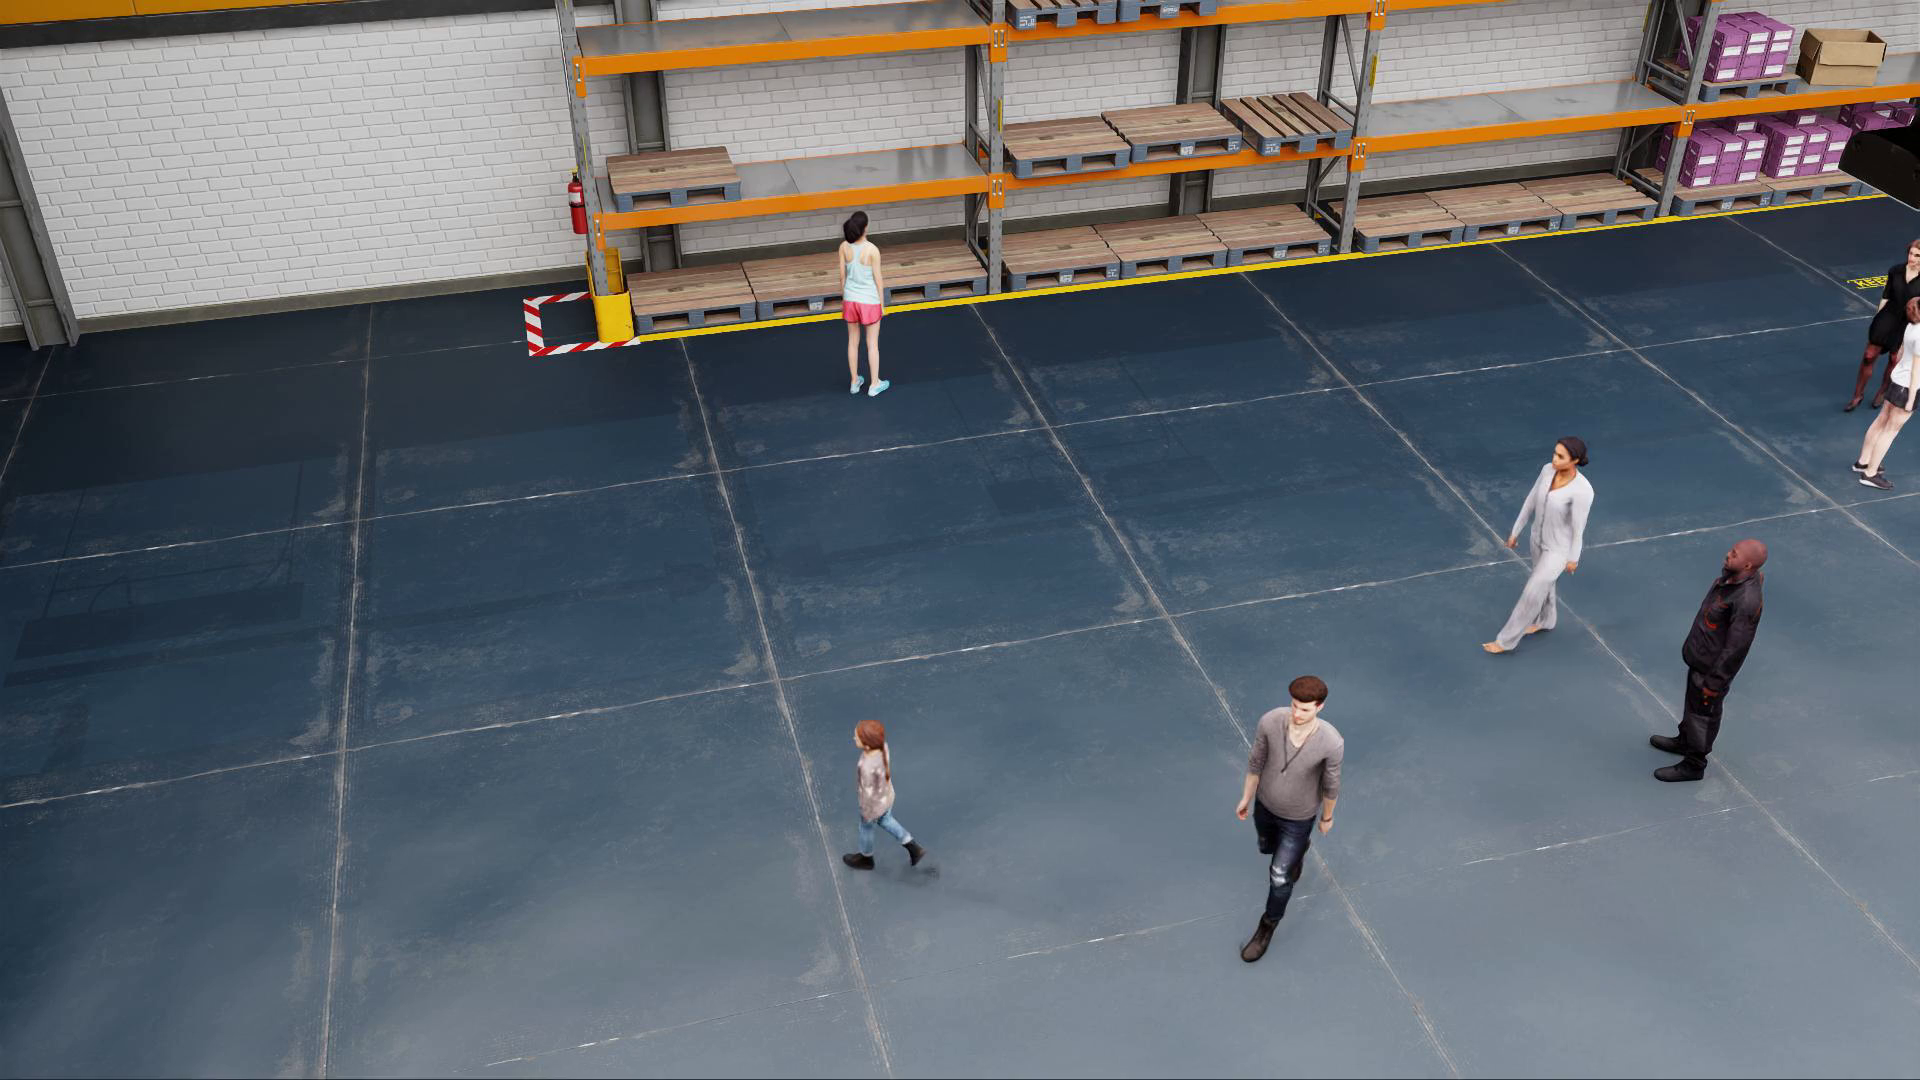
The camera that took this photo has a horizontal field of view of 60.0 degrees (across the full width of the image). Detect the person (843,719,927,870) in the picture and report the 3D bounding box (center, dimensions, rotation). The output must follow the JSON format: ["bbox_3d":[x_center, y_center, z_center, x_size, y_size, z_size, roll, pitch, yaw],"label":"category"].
[{"bbox_3d":[-0.468,1.564,10.104,0.831,1.182,0.732,12,36,18],"label":"person"}]

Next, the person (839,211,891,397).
[{"bbox_3d":[-0.890,-2.166,15.191,0.673,1.764,0.746,13,36,19],"label":"person"}]

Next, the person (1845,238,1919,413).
[{"bbox_3d":[8.448,-1.944,14.927,0.776,1.686,0.860,25,41,33],"label":"person"}]

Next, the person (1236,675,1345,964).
[{"bbox_3d":[1.921,1.489,9.592,1.125,1.873,1.260,23,40,31],"label":"person"}]

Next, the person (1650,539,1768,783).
[{"bbox_3d":[4.892,0.760,10.733,0.790,1.825,0.800,8,34,11],"label":"person"}]

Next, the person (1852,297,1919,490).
[{"bbox_3d":[7.857,-1.272,13.858,0.668,1.750,0.653,7,34,10],"label":"person"}]

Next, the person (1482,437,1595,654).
[{"bbox_3d":[4.328,0.006,11.973,0.989,1.708,0.696,-12,35,-17],"label":"person"}]
